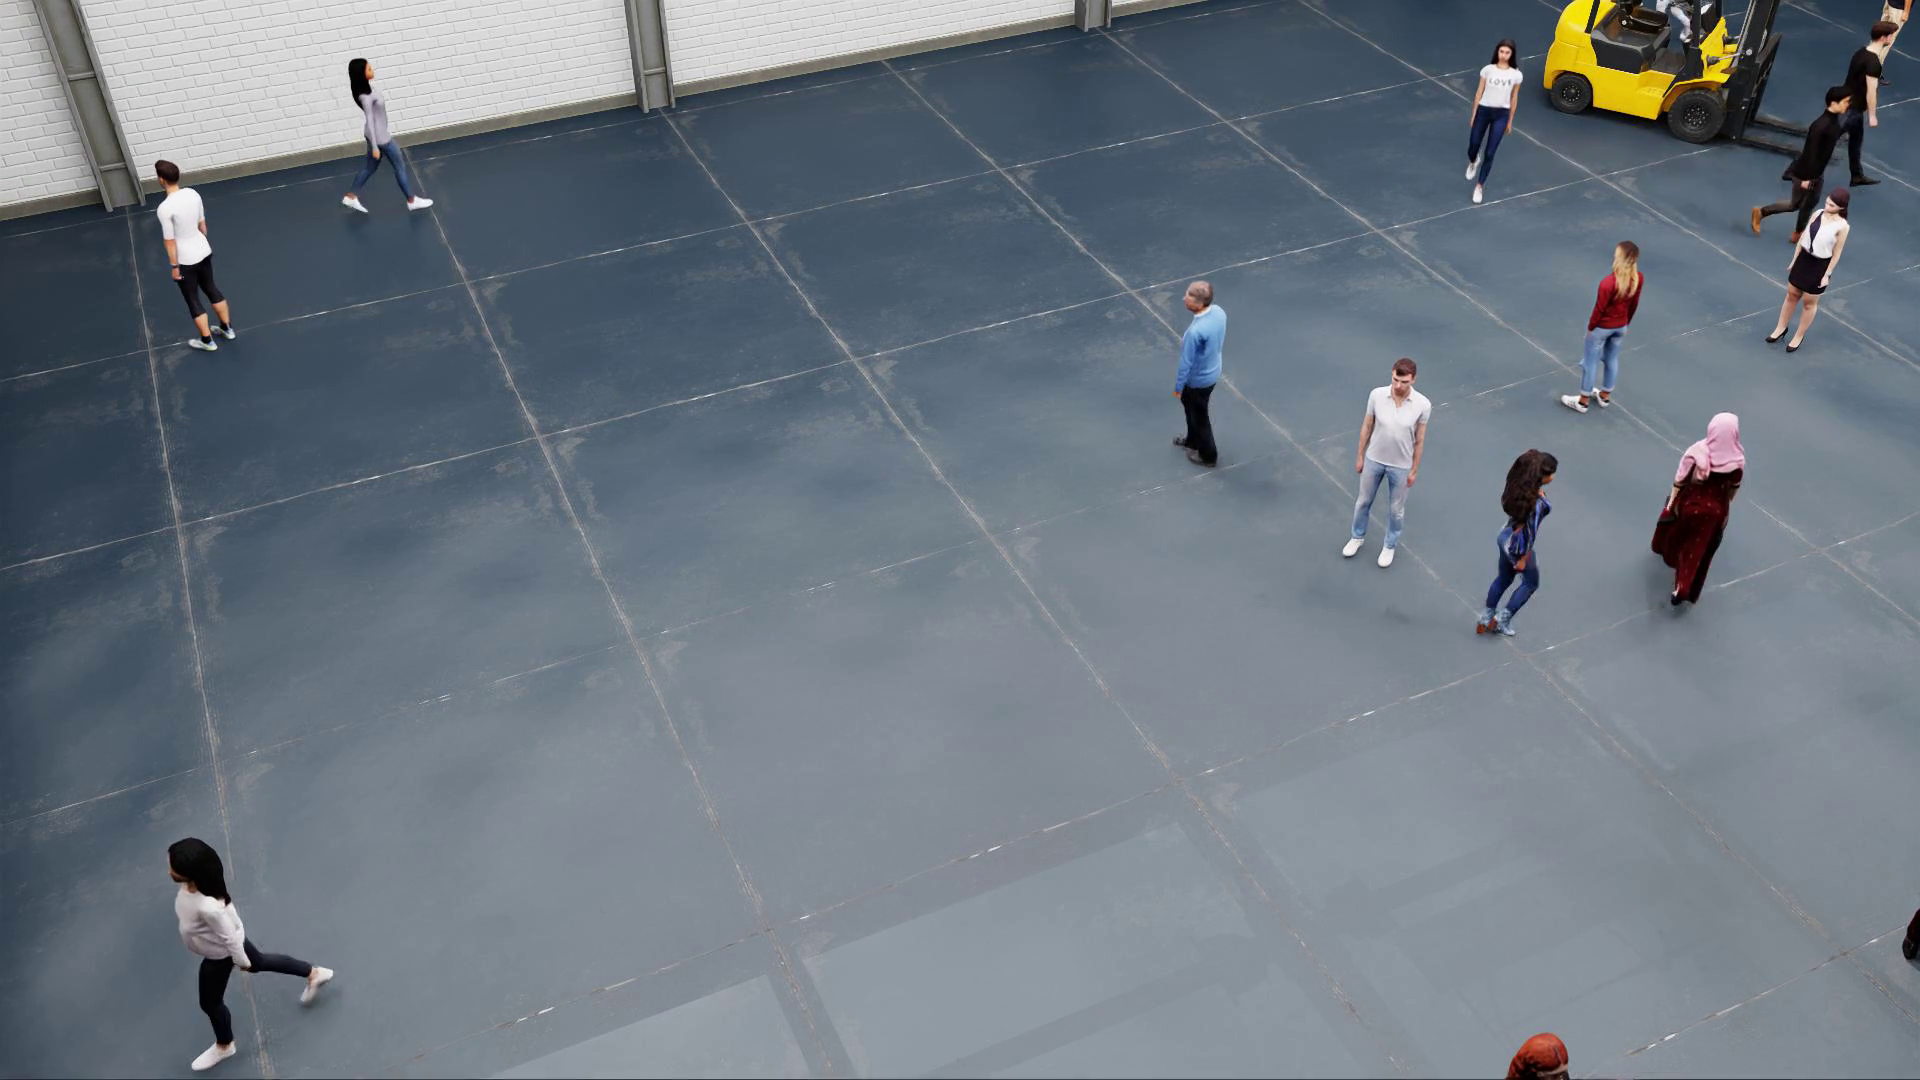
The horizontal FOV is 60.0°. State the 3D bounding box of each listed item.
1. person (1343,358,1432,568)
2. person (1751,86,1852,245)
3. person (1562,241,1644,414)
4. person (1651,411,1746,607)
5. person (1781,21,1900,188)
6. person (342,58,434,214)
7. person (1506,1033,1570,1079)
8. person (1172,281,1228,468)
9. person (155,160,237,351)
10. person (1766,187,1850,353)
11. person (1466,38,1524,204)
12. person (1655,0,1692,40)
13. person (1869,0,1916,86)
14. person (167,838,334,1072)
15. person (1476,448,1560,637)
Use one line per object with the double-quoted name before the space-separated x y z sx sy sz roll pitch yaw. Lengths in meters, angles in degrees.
"person" 3.321 -0.618 12.839 0.704 1.848 0.747 15 41 18
"person" 8.604 -3.803 16.941 0.975 1.707 0.885 -31 48 -33
"person" 5.686 -1.875 14.588 0.436 1.630 0.661 -14 41 -17
"person" 5.575 -0.218 12.539 1.077 1.598 1.116 11 40 14
"person" 9.456 -4.613 17.847 1.297 1.843 1.192 10 40 12
"person" -6.201 -4.186 17.423 1.155 1.703 0.681 -13 40 -16
"person" 2.756 3.041 8.314 0.468 1.779 0.660 -21 43 -24
"person" 2.085 -1.341 13.795 0.907 1.786 0.828 23 44 26
"person" -7.066 -2.636 15.367 0.848 1.847 0.789 13 40 15
"person" 7.878 -2.508 15.363 0.539 1.651 0.576 -21 43 -24
"person" 5.692 -4.524 17.799 0.869 1.761 0.919 11 40 13
"person" 9.165 -7.110 21.124 0.956 1.653 0.635 -13 40 -16
"person" 11.386 -6.493 20.188 0.707 1.858 0.718 4 39 4
"person" -4.084 2.240 9.407 1.135 1.665 0.712 -21 43 -25
"person" 4.008 0.045 12.204 0.729 1.606 0.721 1 39 1
